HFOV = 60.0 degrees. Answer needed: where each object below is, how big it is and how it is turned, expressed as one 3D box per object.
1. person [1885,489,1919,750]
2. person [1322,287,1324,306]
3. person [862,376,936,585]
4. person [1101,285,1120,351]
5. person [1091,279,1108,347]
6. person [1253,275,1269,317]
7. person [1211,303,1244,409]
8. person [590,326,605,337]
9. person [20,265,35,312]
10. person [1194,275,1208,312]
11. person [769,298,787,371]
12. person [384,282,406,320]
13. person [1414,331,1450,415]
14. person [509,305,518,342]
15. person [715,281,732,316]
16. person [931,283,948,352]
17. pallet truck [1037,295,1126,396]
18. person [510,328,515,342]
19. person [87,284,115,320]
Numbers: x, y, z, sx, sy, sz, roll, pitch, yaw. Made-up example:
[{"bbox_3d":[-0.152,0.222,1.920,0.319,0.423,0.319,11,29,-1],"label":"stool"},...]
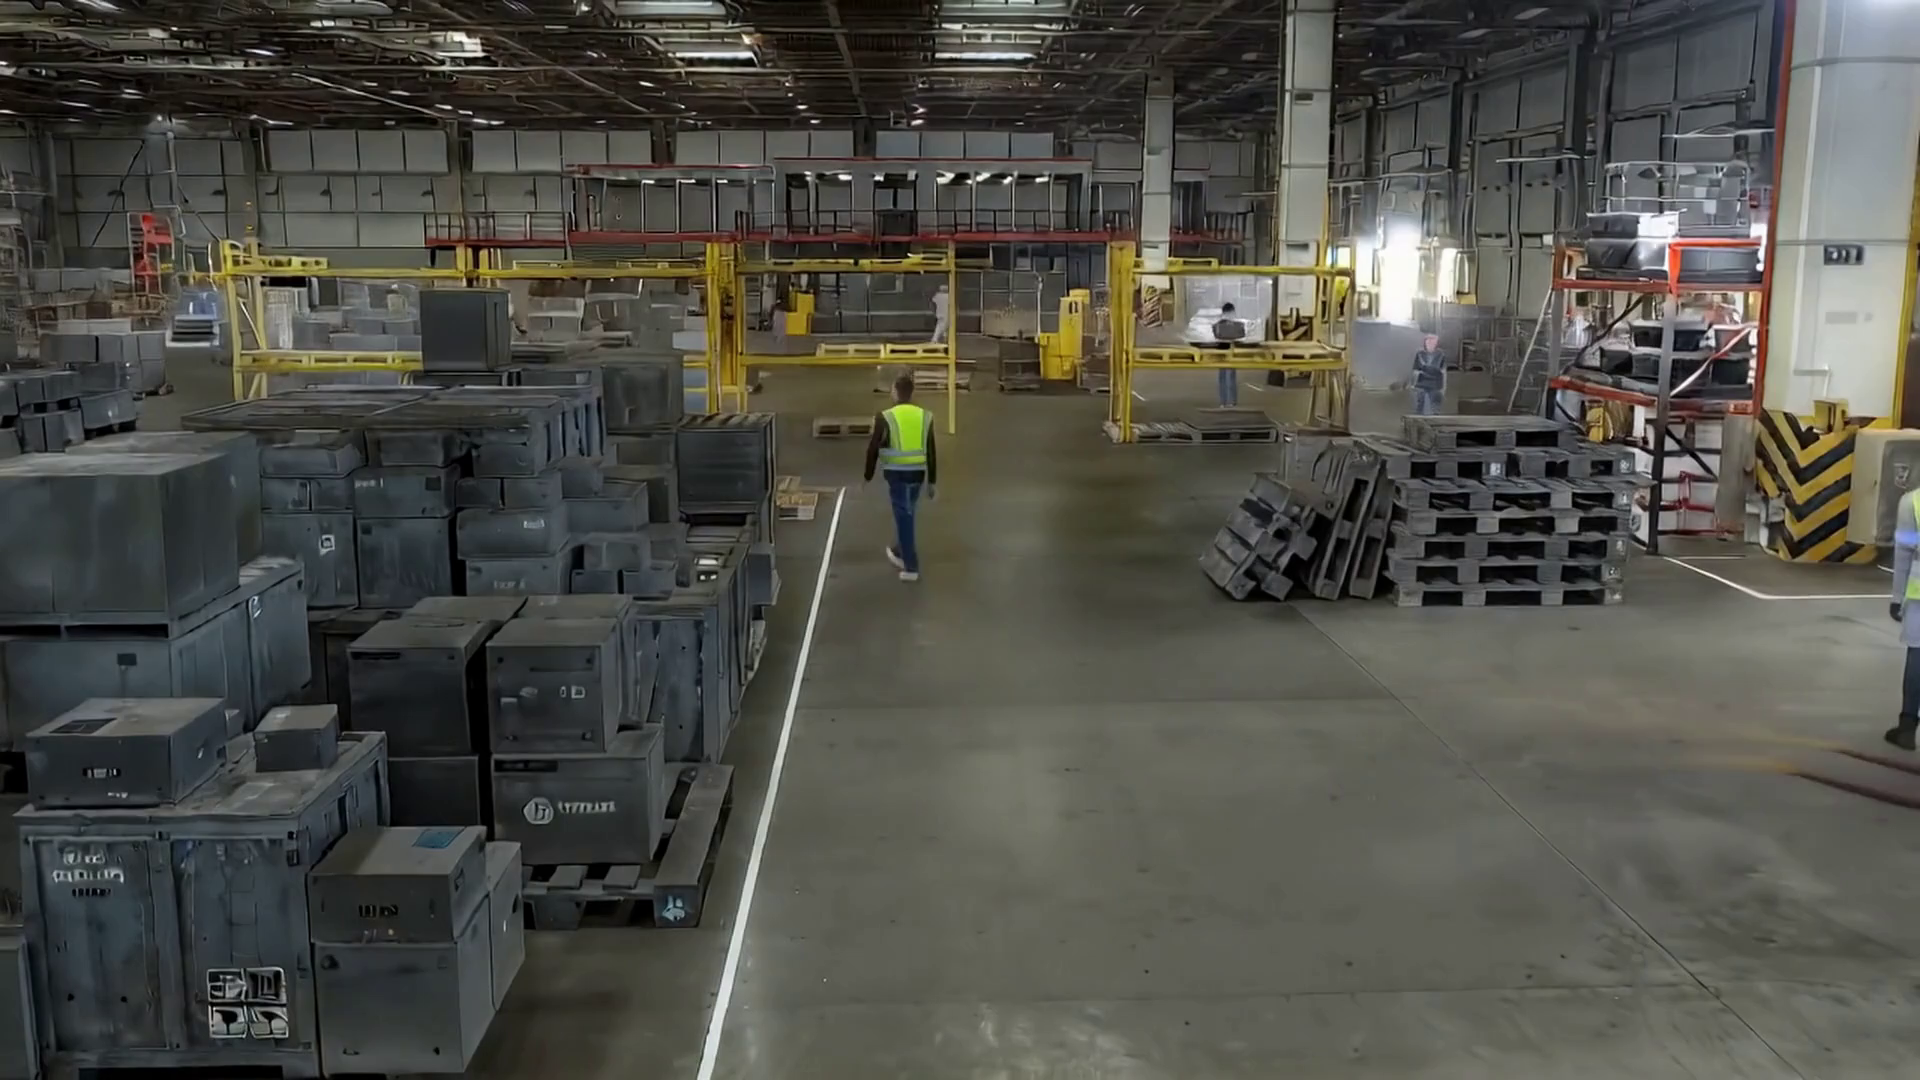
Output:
[{"bbox_3d":[5.831,0.304,9.901,0.545,1.942,0.354,3,11,15],"label":"person"},{"bbox_3d":[12.619,-8.389,58.697,0.629,1.816,0.864,-8,13,-37],"label":"person"},{"bbox_3d":[-0.561,-0.562,15.019,0.599,1.836,0.972,-6,12,-29],"label":"person"},{"bbox_3d":[4.185,-6.160,46.208,0.430,1.839,0.619,-7,12,-35],"label":"person"},{"bbox_3d":[4.091,-6.565,48.138,0.614,1.950,0.375,-3,11,-16],"label":"person"},{"bbox_3d":[12.071,-9.848,66.634,0.606,1.890,0.963,2,10,9],"label":"person"},{"bbox_3d":[4.869,-3.349,30.298,0.592,1.923,0.381,2,10,10],"label":"person"},{"bbox_3d":[-4.896,-1.941,22.521,0.596,1.907,0.412,0,10,-2],"label":"person"},{"bbox_3d":[-40.297,-10.889,71.969,0.605,2.045,0.381,3,11,17],"label":"person"},{"bbox_3d":[10.349,-10.753,71.390,0.617,1.986,0.407,1,10,3],"label":"person"},{"bbox_3d":[-4.291,-4.798,38.911,0.384,1.726,0.499,1,10,4],"label":"person"},{"bbox_3d":[-15.552,-6.134,45.811,0.569,1.923,0.495,-3,11,-16],"label":"person"},{"bbox_3d":[7.084,-2.290,25.023,0.536,1.699,0.322,6,12,31],"label":"person"},{"bbox_3d":[-8.640,-3.580,31.827,0.505,1.839,0.344,6,12,29],"label":"person"},{"bbox_3d":[-6.664,-6.296,46.723,0.546,1.925,0.386,-3,11,-18],"label":"person"},{"bbox_3d":[-0.490,-6.026,45.245,0.637,1.917,0.723,6,12,31],"label":"person"},{"bbox_3d":[2.483,-3.881,33.060,1.885,1.965,0.823,-7,13,-36],"label":"pallet truck"},{"bbox_3d":[-7.891,-3.056,28.811,0.328,1.876,0.513,9,13,40],"label":"person"},{"bbox_3d":[-21.327,-5.365,41.331,0.612,1.995,0.393,-6,12,-28],"label":"person"}]
